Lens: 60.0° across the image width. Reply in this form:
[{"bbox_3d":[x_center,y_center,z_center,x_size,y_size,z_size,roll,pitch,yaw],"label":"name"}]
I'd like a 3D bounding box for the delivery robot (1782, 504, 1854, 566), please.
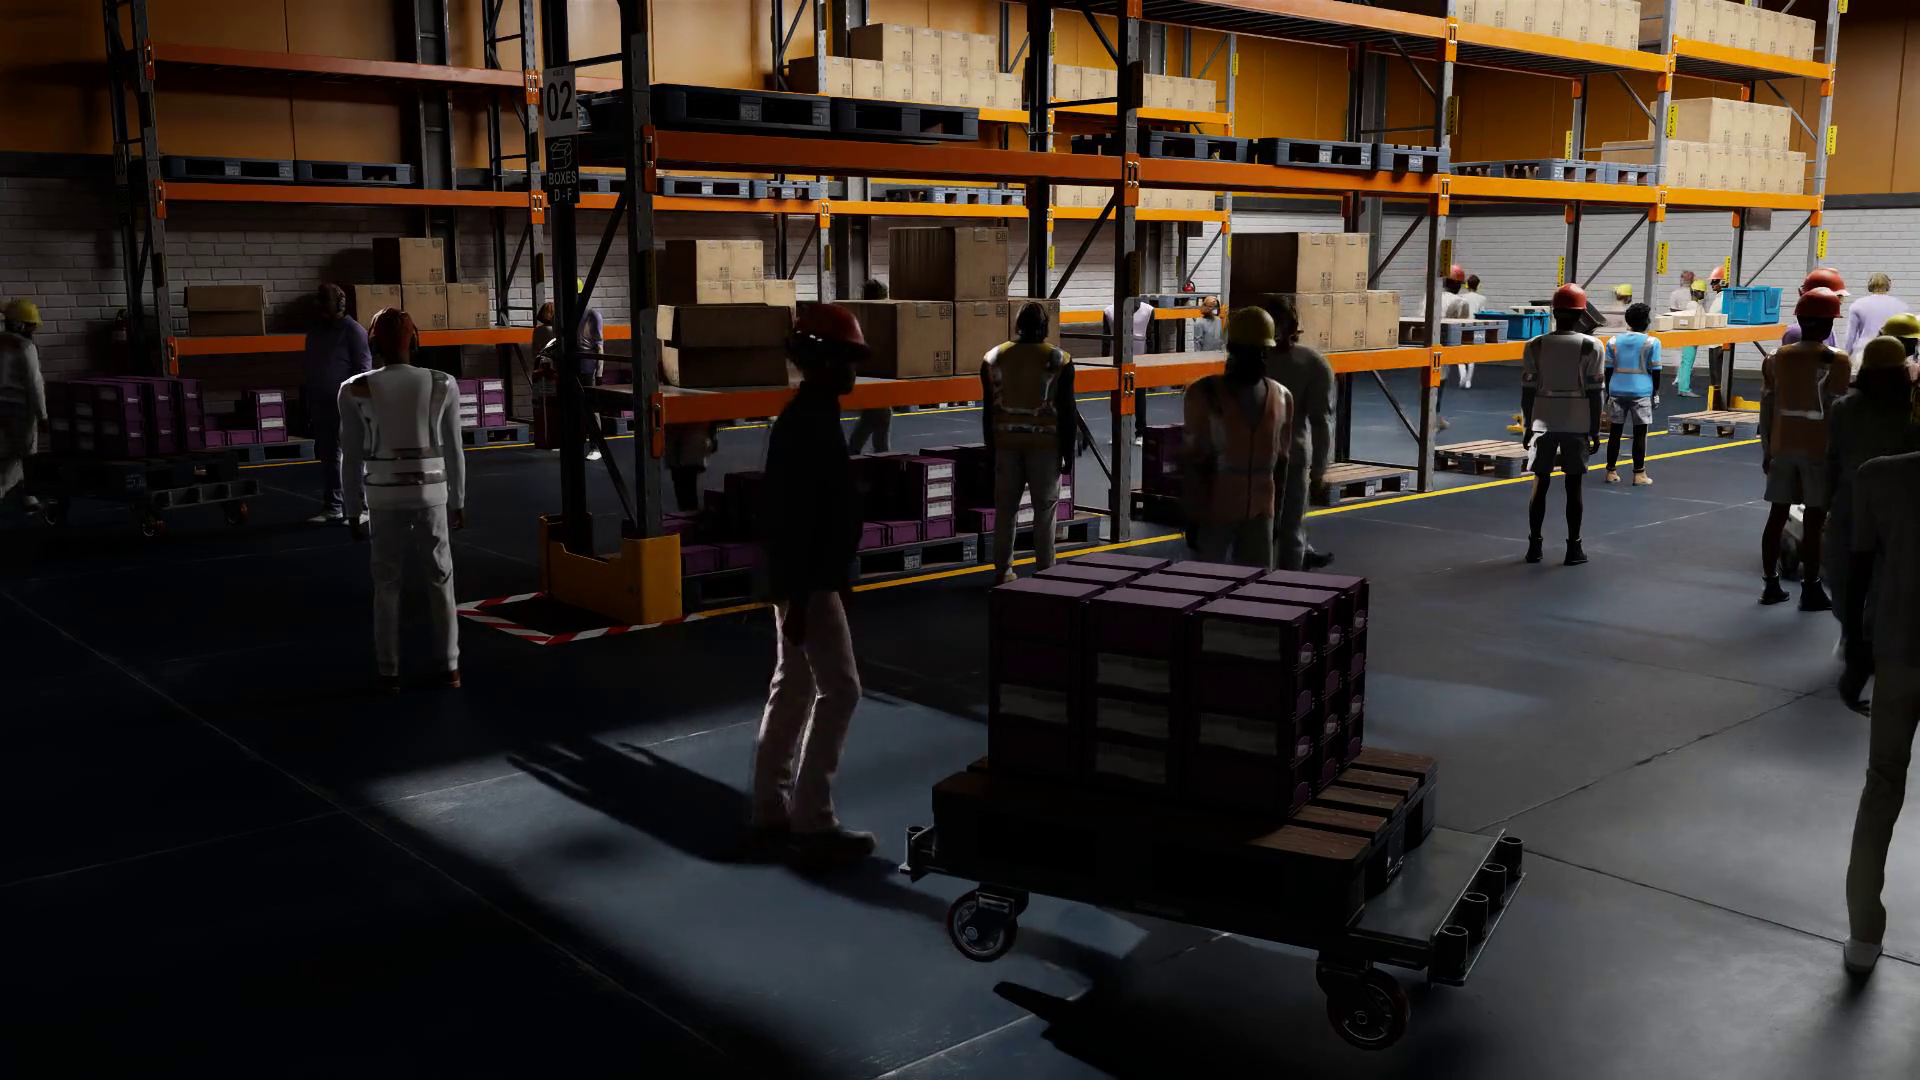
[{"bbox_3d":[5.748,-0.087,11.120,0.477,0.478,0.707,3,10,16],"label":"delivery robot"}]

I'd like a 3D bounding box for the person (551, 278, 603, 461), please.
[{"bbox_3d":[-3.992,-1.782,17.334,0.588,1.918,0.396,3,10,17],"label":"person"}]

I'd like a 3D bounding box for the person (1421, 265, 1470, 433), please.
[{"bbox_3d":[5.855,-2.279,19.978,0.814,2.003,0.621,-6,11,-32],"label":"person"}]

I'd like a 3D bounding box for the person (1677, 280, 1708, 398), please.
[{"bbox_3d":[11.073,-3.030,25.109,0.328,1.760,0.523,2,10,12],"label":"person"}]

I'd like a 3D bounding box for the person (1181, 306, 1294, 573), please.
[{"bbox_3d":[1.295,-0.174,7.985,0.604,1.902,0.833,-3,10,-16],"label":"person"}]

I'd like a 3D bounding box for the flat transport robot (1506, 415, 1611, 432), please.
[{"bbox_3d":[7.264,-1.435,20.113,1.431,0.197,0.652,-9,13,-43],"label":"flat transport robot"}]

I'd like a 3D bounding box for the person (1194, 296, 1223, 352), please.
[{"bbox_3d":[3.166,-2.282,21.122,0.503,1.623,0.299,-9,13,-41],"label":"person"}]

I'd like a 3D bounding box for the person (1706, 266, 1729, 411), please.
[{"bbox_3d":[9.810,-2.537,21.527,0.387,1.992,0.626,2,10,12],"label":"person"}]

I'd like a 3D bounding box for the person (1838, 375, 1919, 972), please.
[{"bbox_3d":[2.844,0.379,4.847,0.508,1.864,0.329,9,13,42],"label":"person"}]

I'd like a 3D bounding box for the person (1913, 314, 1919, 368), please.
[{"bbox_3d":[13.403,-2.585,22.936,0.548,1.640,0.527,-6,11,-31],"label":"person"}]

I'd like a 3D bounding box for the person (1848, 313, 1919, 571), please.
[{"bbox_3d":[6.129,-0.617,10.989,0.518,1.756,0.348,-5,11,-26],"label":"person"}]

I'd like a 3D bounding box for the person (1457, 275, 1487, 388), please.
[{"bbox_3d":[8.138,-3.333,26.666,0.570,1.831,0.754,2,10,11],"label":"person"}]

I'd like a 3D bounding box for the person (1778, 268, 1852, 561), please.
[{"bbox_3d":[5.980,-0.876,11.661,0.616,2.041,0.377,-9,13,-41],"label":"person"}]

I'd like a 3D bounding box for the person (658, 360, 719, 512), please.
[{"bbox_3d":[-2.050,-0.757,12.033,0.547,1.672,0.633,3,10,19],"label":"person"}]

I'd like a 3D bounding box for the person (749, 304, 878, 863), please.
[{"bbox_3d":[-0.524,0.149,5.918,0.537,1.954,0.651,-1,10,-6],"label":"person"}]

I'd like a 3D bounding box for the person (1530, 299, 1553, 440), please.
[{"bbox_3d":[6.757,-1.940,19.096,0.311,1.633,0.511,-4,10,-22],"label":"person"}]

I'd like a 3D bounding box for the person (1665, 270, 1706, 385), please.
[{"bbox_3d":[11.806,-3.441,27.118,0.672,1.895,0.551,-2,10,-10],"label":"person"}]

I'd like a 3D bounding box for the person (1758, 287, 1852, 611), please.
[{"bbox_3d":[5.091,-0.543,10.020,0.358,1.938,0.542,-7,12,-34],"label":"person"}]

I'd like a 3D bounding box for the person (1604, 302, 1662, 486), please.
[{"bbox_3d":[6.238,-1.351,15.442,0.318,1.698,0.539,-9,13,-44],"label":"person"}]

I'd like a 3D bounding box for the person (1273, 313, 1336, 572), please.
[{"bbox_3d":[2.189,-0.630,10.940,0.779,1.803,0.600,-1,10,-3],"label":"person"}]

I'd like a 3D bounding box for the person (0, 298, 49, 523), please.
[{"bbox_3d":[-7.642,-1.036,13.332,0.621,1.794,0.703,7,12,34],"label":"person"}]

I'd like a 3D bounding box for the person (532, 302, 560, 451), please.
[{"bbox_3d":[-4.492,-1.784,18.209,0.495,1.626,0.285,8,13,40],"label":"person"}]

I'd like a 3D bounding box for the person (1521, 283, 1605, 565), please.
[{"bbox_3d":[4.146,-0.791,11.472,0.545,1.938,0.359,5,11,27],"label":"person"}]

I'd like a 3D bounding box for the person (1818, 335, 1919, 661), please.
[{"bbox_3d":[4.616,-0.172,8.435,0.504,1.727,0.354,9,13,41],"label":"person"}]

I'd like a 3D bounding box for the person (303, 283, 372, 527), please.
[{"bbox_3d":[-4.941,-1.063,13.139,0.650,1.913,0.409,5,11,26],"label":"person"}]

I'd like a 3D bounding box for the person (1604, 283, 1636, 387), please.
[{"bbox_3d":[9.227,-2.735,23.422,0.616,1.747,0.527,-1,10,-6],"label":"person"}]

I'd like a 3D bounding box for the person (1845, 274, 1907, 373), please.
[{"bbox_3d":[11.123,-2.282,20.288,0.628,1.901,0.900,3,10,17],"label":"person"}]

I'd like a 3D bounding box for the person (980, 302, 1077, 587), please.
[{"bbox_3d":[0.445,-0.589,10.600,0.625,1.837,0.429,3,10,17],"label":"person"}]

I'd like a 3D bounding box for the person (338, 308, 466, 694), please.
[{"bbox_3d":[-2.702,-0.184,8.102,0.580,1.879,0.347,-4,10,-22],"label":"person"}]

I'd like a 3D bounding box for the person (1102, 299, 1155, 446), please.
[{"bbox_3d":[1.893,-2.009,18.715,0.597,1.907,0.400,3,10,16],"label":"person"}]

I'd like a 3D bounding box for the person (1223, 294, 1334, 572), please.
[{"bbox_3d":[1.704,-0.388,9.201,0.661,1.901,0.928,5,11,26],"label":"person"}]

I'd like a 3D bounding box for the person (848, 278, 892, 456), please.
[{"bbox_3d":[-0.813,-1.451,15.409,0.590,1.939,0.646,-2,10,-10],"label":"person"}]

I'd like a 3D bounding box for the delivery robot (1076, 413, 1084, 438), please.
[{"bbox_3d":[1.153,-1.265,18.013,0.477,0.478,0.707,0,10,1],"label":"delivery robot"}]
